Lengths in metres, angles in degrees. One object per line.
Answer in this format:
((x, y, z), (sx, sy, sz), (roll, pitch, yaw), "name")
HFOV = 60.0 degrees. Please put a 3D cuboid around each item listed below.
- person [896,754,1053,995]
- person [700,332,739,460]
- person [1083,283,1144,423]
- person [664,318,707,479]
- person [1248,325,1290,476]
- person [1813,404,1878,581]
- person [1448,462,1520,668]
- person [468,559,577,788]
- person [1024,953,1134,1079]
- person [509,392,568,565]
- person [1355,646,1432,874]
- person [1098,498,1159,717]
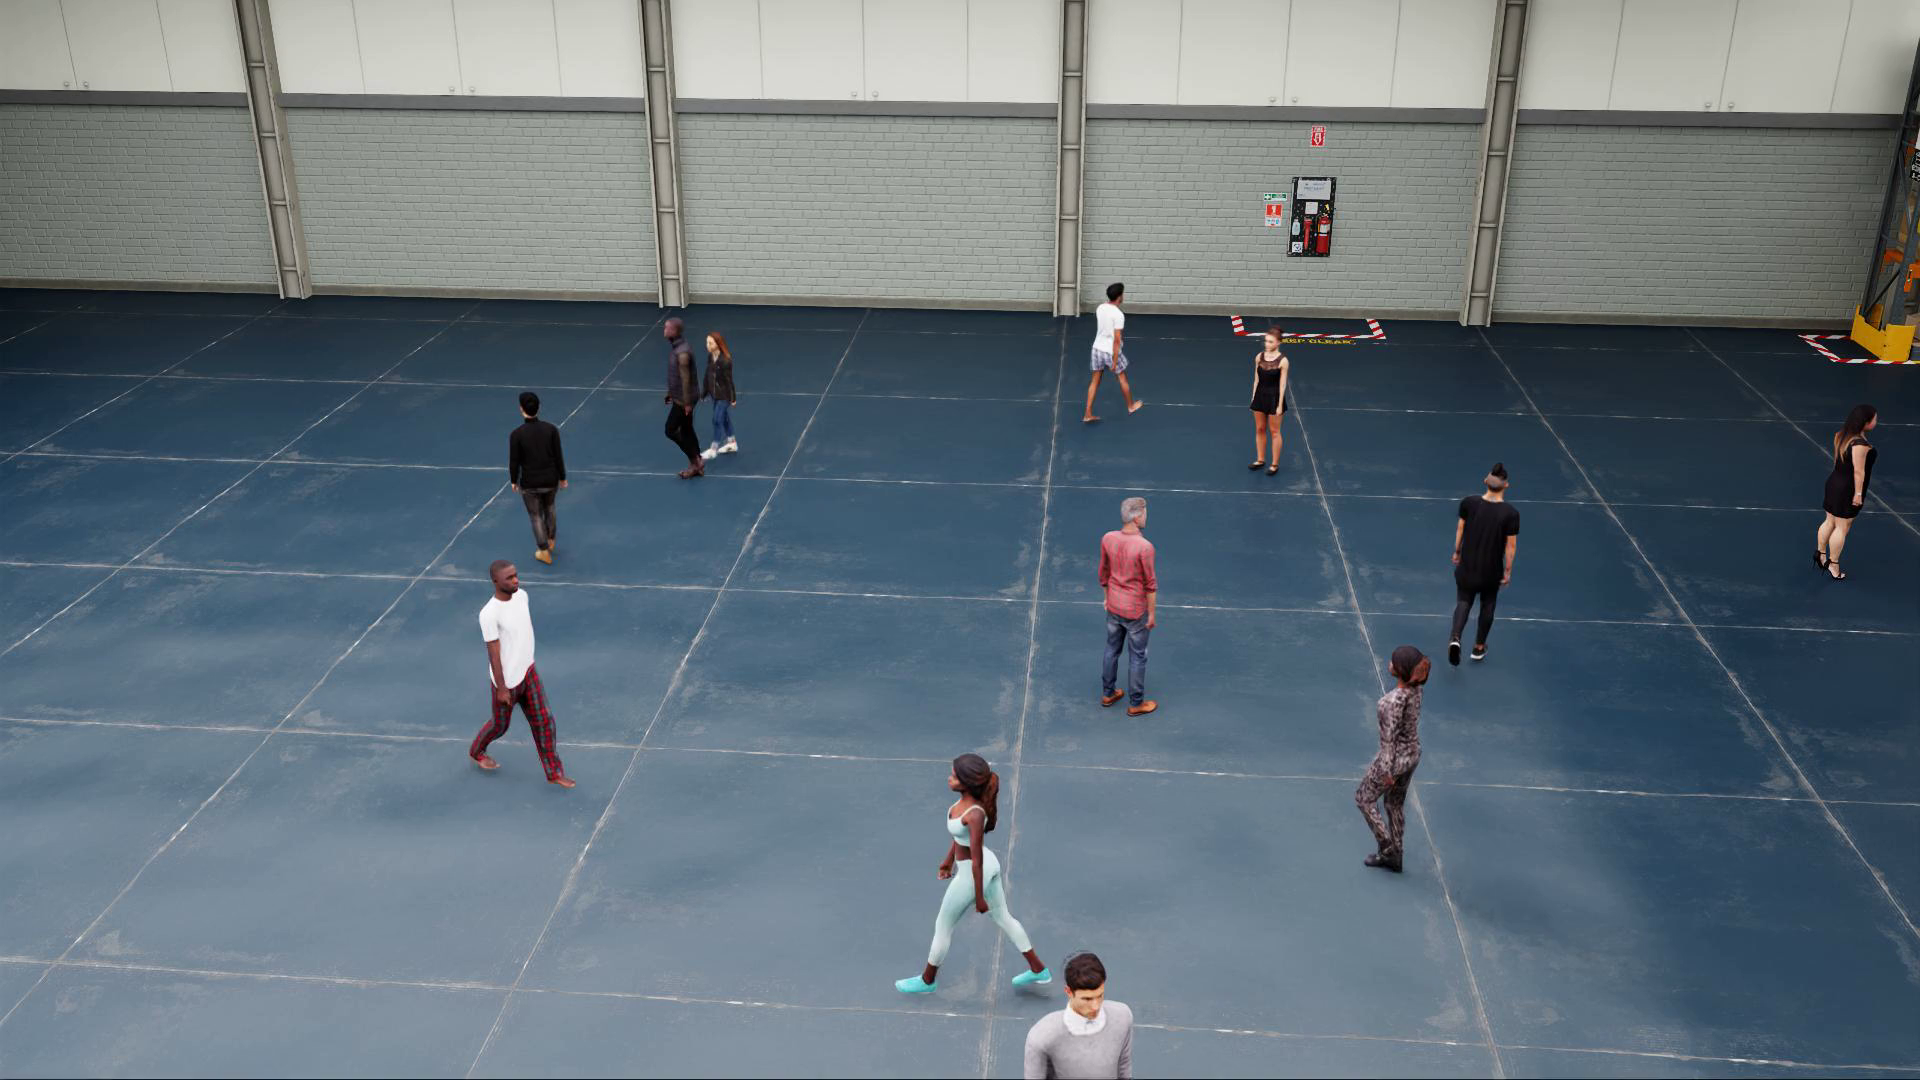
((0.173, 2.050, 10.024), (1.172, 1.680, 0.572), (2, 23, 6), "person")
((-2.680, -1.677, 19.065), (0.911, 1.464, 0.845), (-18, 29, -36), "person")
((1.712, -2.221, 20.056), (1.146, 1.689, 1.090), (-18, 29, -36), "person")
((-2.960, -1.559, 18.334), (0.782, 1.820, 0.798), (-7, 24, -15), "person")
((3.457, -1.570, 18.538), (0.672, 1.679, 0.743), (21, 31, 40), "person")
((8.467, -0.474, 15.913), (0.602, 1.718, 0.653), (0, 23, 1), "person")
((4.401, 0.222, 14.112), (1.050, 1.845, 1.008), (14, 27, 29), "person")
((-3.406, 0.999, 12.352), (1.279, 1.794, 0.961), (10, 25, 23), "person")
((0.568, 2.788, 7.980), (0.756, 1.922, 0.895), (-10, 25, -22), "person")
((-4.081, -0.585, 16.183), (0.895, 1.710, 0.946), (-14, 27, -29), "person")
((3.022, 1.520, 11.241), (0.758, 1.703, 0.704), (20, 30, 38), "person")
((1.355, 0.526, 13.416), (0.725, 1.831, 0.820), (21, 30, 40), "person")
